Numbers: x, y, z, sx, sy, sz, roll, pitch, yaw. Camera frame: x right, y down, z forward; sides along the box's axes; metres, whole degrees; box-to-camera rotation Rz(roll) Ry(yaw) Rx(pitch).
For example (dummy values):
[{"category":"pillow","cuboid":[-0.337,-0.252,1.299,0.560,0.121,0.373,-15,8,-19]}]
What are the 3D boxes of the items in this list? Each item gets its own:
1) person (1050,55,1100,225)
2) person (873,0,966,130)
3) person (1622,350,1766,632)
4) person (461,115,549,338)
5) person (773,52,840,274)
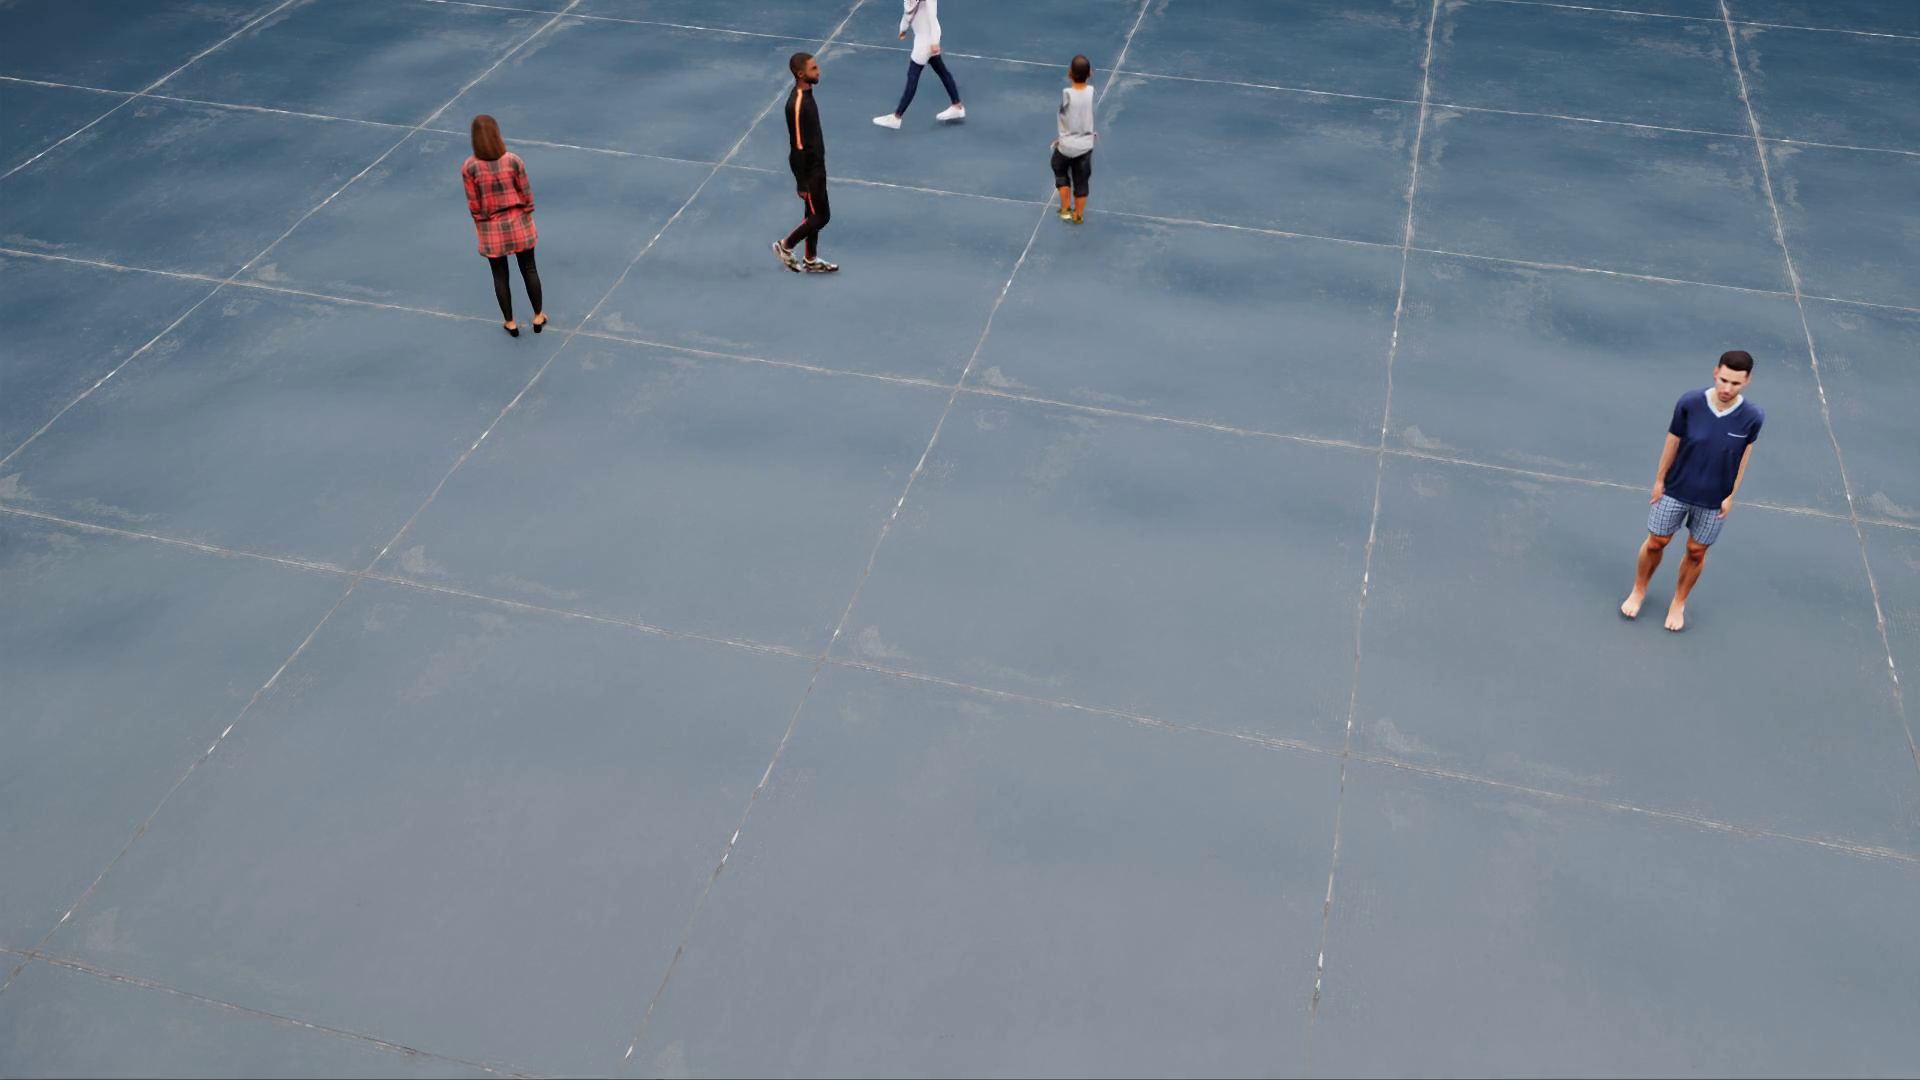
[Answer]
[{"category":"person","cuboid":[0.961,-3.262,13.553,0.697,1.445,0.721,-7,39,-9]},{"category":"person","cuboid":[-0.225,-4.537,14.955,1.045,1.726,1.149,-9,39,-11]},{"category":"person","cuboid":[4.187,-0.300,9.445,0.639,1.843,0.597,16,41,19]},{"category":"person","cuboid":[-3.303,-2.270,12.077,0.700,1.701,0.714,-9,39,-12]},{"category":"person","cuboid":[-1.252,-2.845,12.734,0.773,1.798,0.721,3,38,4]}]
